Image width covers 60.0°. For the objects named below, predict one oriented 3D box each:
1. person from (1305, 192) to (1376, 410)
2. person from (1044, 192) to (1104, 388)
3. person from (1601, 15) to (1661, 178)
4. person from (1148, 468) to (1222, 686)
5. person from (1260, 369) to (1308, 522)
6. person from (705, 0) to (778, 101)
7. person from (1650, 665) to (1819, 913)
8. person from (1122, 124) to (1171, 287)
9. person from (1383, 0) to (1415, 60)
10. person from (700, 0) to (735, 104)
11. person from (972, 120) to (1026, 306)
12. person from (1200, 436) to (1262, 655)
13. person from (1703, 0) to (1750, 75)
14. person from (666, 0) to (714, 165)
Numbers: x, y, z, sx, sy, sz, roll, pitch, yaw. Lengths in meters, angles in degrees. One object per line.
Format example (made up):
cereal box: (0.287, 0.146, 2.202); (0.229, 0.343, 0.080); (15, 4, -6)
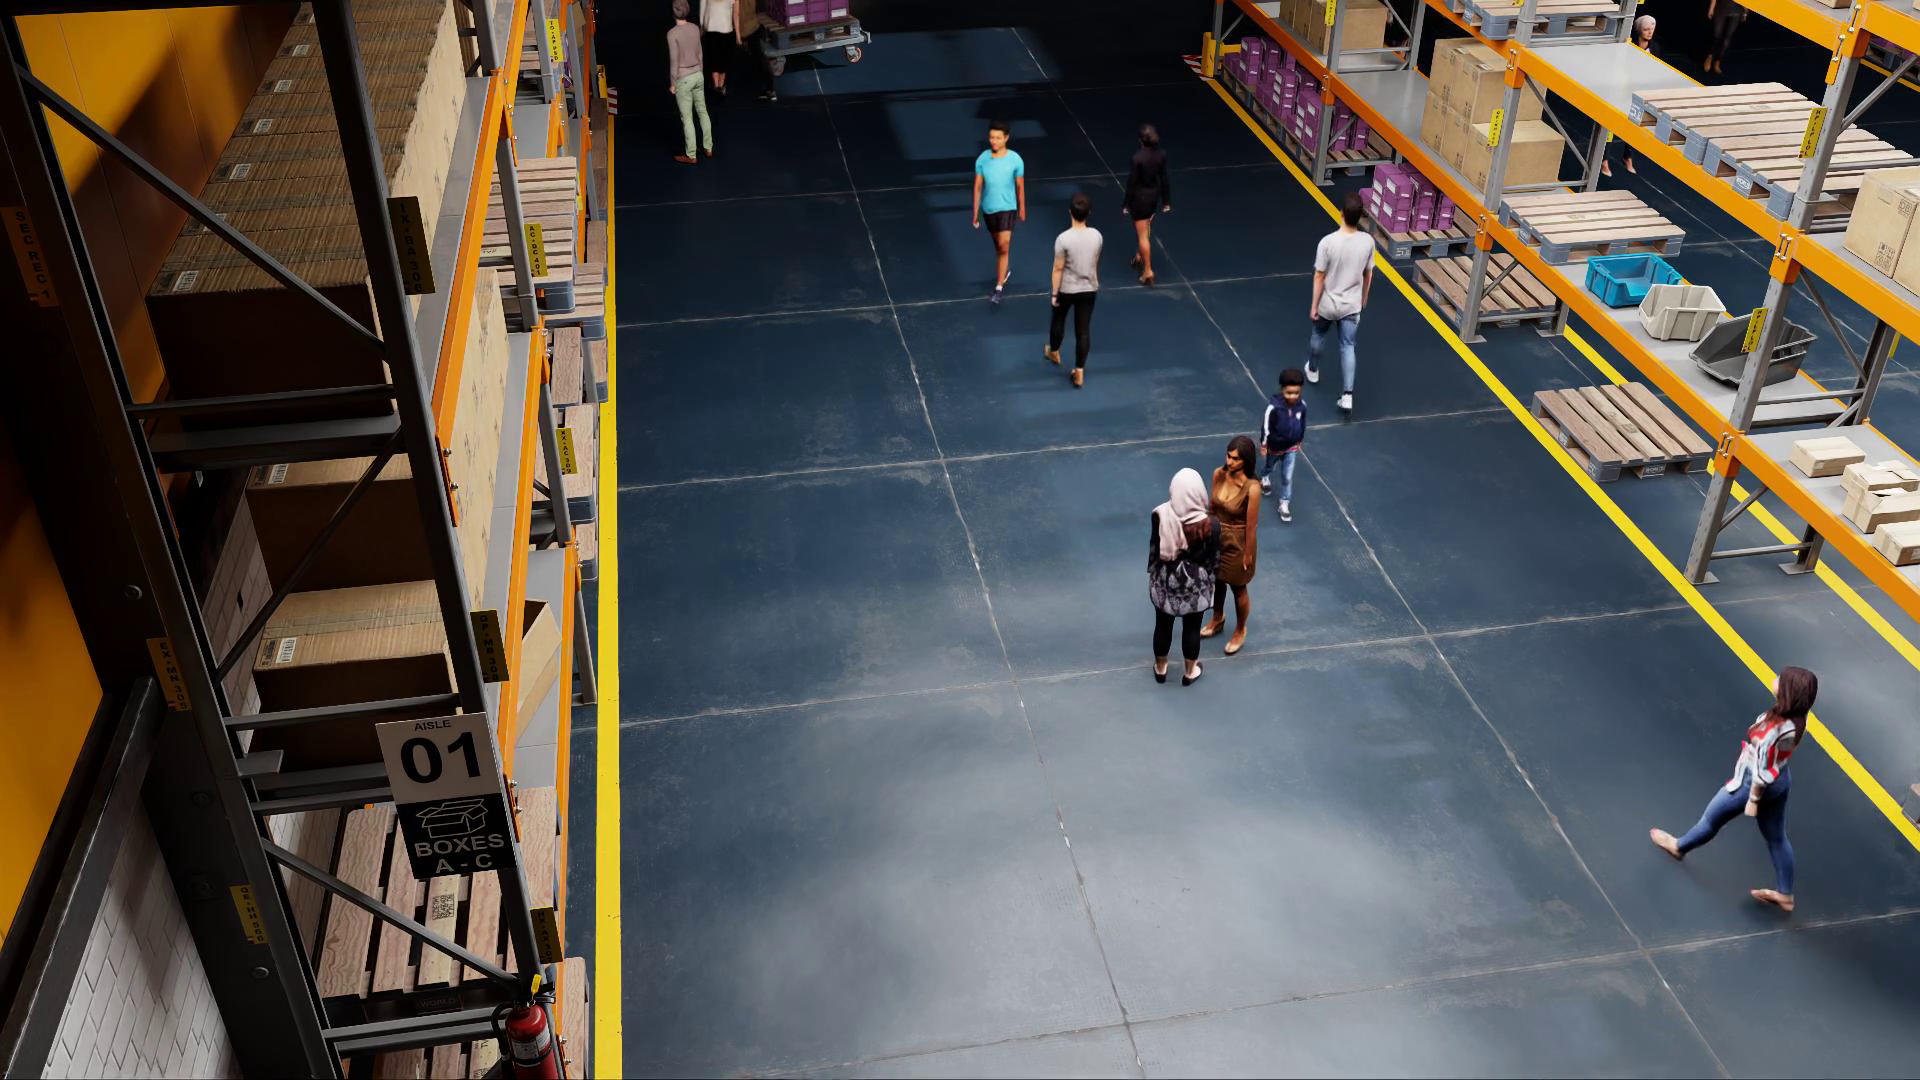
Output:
person: (3.261, -1.982, 14.167); (0.802, 1.843, 1.246); (-1, 34, -1)
person: (1.037, -2.146, 14.554); (0.603, 1.687, 0.905); (-7, 34, -10)
person: (7.344, -4.842, 18.079); (0.714, 1.776, 0.586); (-4, 34, -5)
person: (1.464, 0.250, 10.996); (0.731, 1.635, 0.754); (9, 35, 13)
person: (2.495, -0.798, 12.960); (0.575, 1.207, 0.847); (-2, 34, -3)
person: (-2.610, -6.362, 20.800); (1.232, 1.794, 1.259); (17, 37, 24)
person: (4.561, 1.412, 9.307); (0.995, 1.570, 1.176); (-27, 42, -34)
person: (1.858, -3.243, 16.264); (0.741, 1.621, 0.859); (-17, 37, -24)
person: (5.650, -6.777, 21.488); (0.653, 1.724, 0.971); (-11, 35, -15)
person: (-2.975, -6.289, 20.663); (0.747, 1.824, 0.778); (-2, 34, -4)
person: (0.398, -3.225, 16.143); (0.966, 1.725, 1.215); (9, 35, 14)
person: (1.841, 0.028, 11.287); (0.698, 1.683, 0.593); (-24, 41, -32)
person: (10.092, -7.019, 21.869); (0.703, 1.705, 0.675); (4, 34, 6)
person: (-3.125, -5.273, 19.091); (0.814, 1.872, 0.766); (23, 40, 30)
